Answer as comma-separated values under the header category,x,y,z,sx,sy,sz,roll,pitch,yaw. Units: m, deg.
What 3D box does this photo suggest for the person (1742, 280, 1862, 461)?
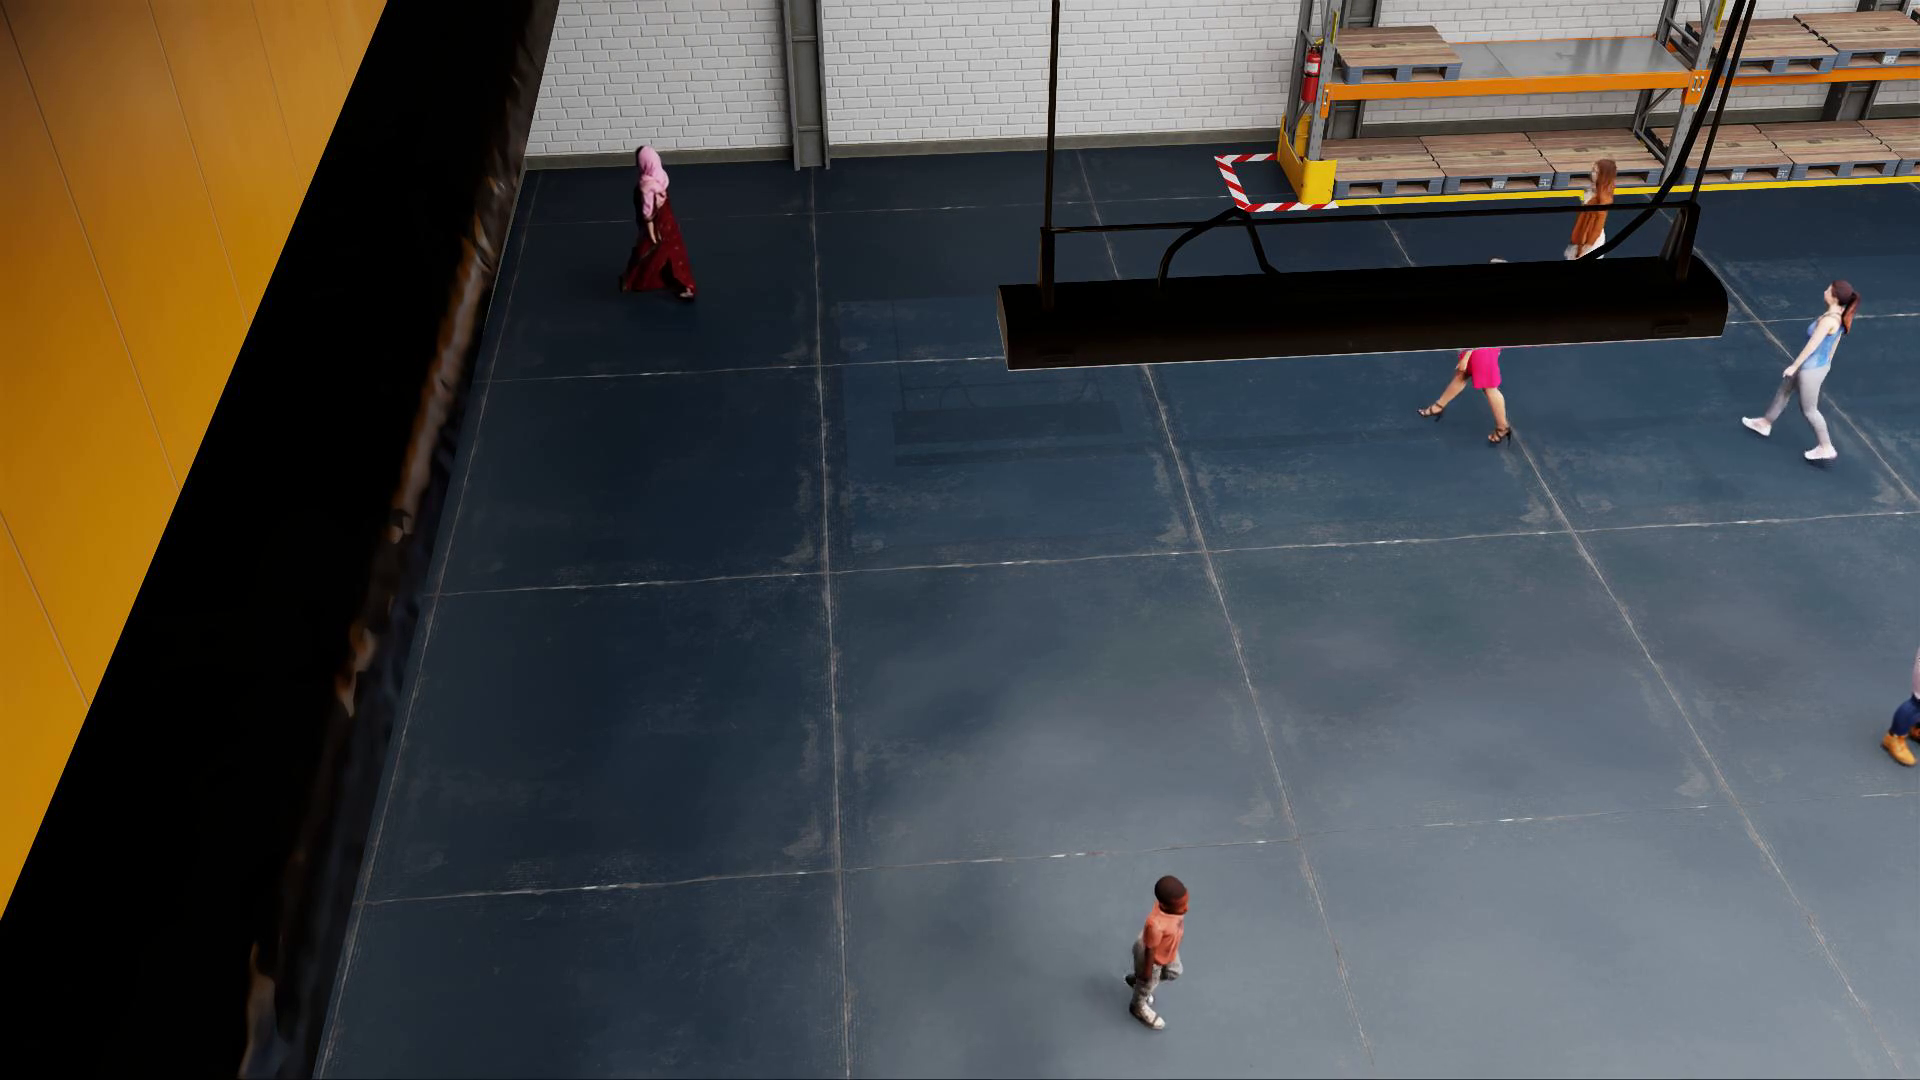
category,x,y,z,sx,sy,sz,roll,pitch,yaw
person,7.125,-1.378,13.784,1.069,1.576,1.021,29,47,31

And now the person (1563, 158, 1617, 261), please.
category,x,y,z,sx,sy,sz,roll,pitch,yaw
person,5.840,-2.781,15.434,0.691,1.709,0.780,13,41,16

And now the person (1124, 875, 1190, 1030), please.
category,x,y,z,sx,sy,sz,roll,pitch,yaw
person,1.067,2.278,9.430,0.726,1.297,0.663,24,45,27

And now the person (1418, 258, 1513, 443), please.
category,x,y,z,sx,sy,sz,roll,pitch,yaw
person,4.455,-1.531,13.895,1.119,1.676,0.976,21,43,24

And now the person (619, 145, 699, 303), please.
category,x,y,z,sx,sy,sz,roll,pitch,yaw
person,-2.789,-2.954,15.748,1.168,1.587,0.983,17,42,20
